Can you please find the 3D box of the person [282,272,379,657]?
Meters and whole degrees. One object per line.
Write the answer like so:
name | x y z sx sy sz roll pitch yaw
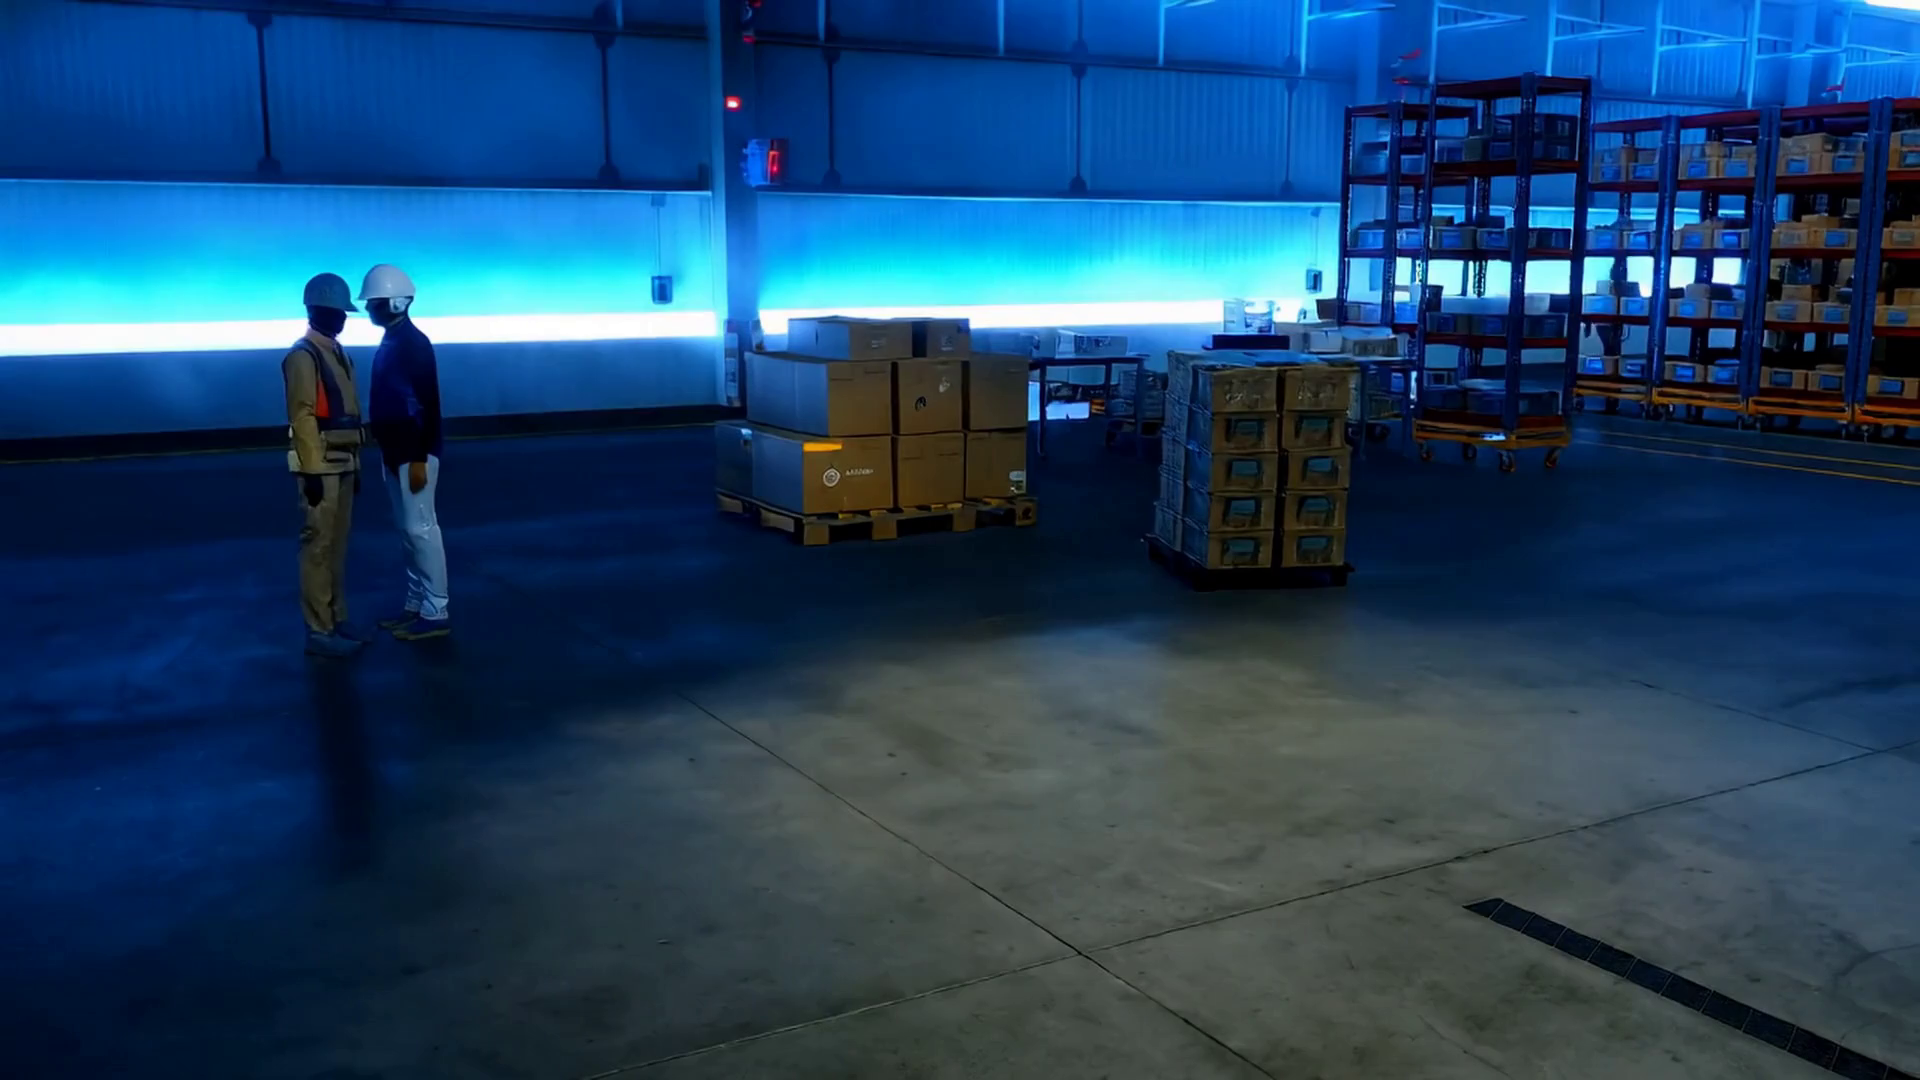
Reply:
person | -3.225 -0.388 8.516 0.403 1.943 0.607 0 10 -1

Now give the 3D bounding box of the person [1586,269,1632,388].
person | 9.528 -3.114 24.433 0.974 1.786 0.629 -9 13 -40

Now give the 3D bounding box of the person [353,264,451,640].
person | -2.962 -0.462 8.843 0.400 1.986 0.608 -7 12 -36
